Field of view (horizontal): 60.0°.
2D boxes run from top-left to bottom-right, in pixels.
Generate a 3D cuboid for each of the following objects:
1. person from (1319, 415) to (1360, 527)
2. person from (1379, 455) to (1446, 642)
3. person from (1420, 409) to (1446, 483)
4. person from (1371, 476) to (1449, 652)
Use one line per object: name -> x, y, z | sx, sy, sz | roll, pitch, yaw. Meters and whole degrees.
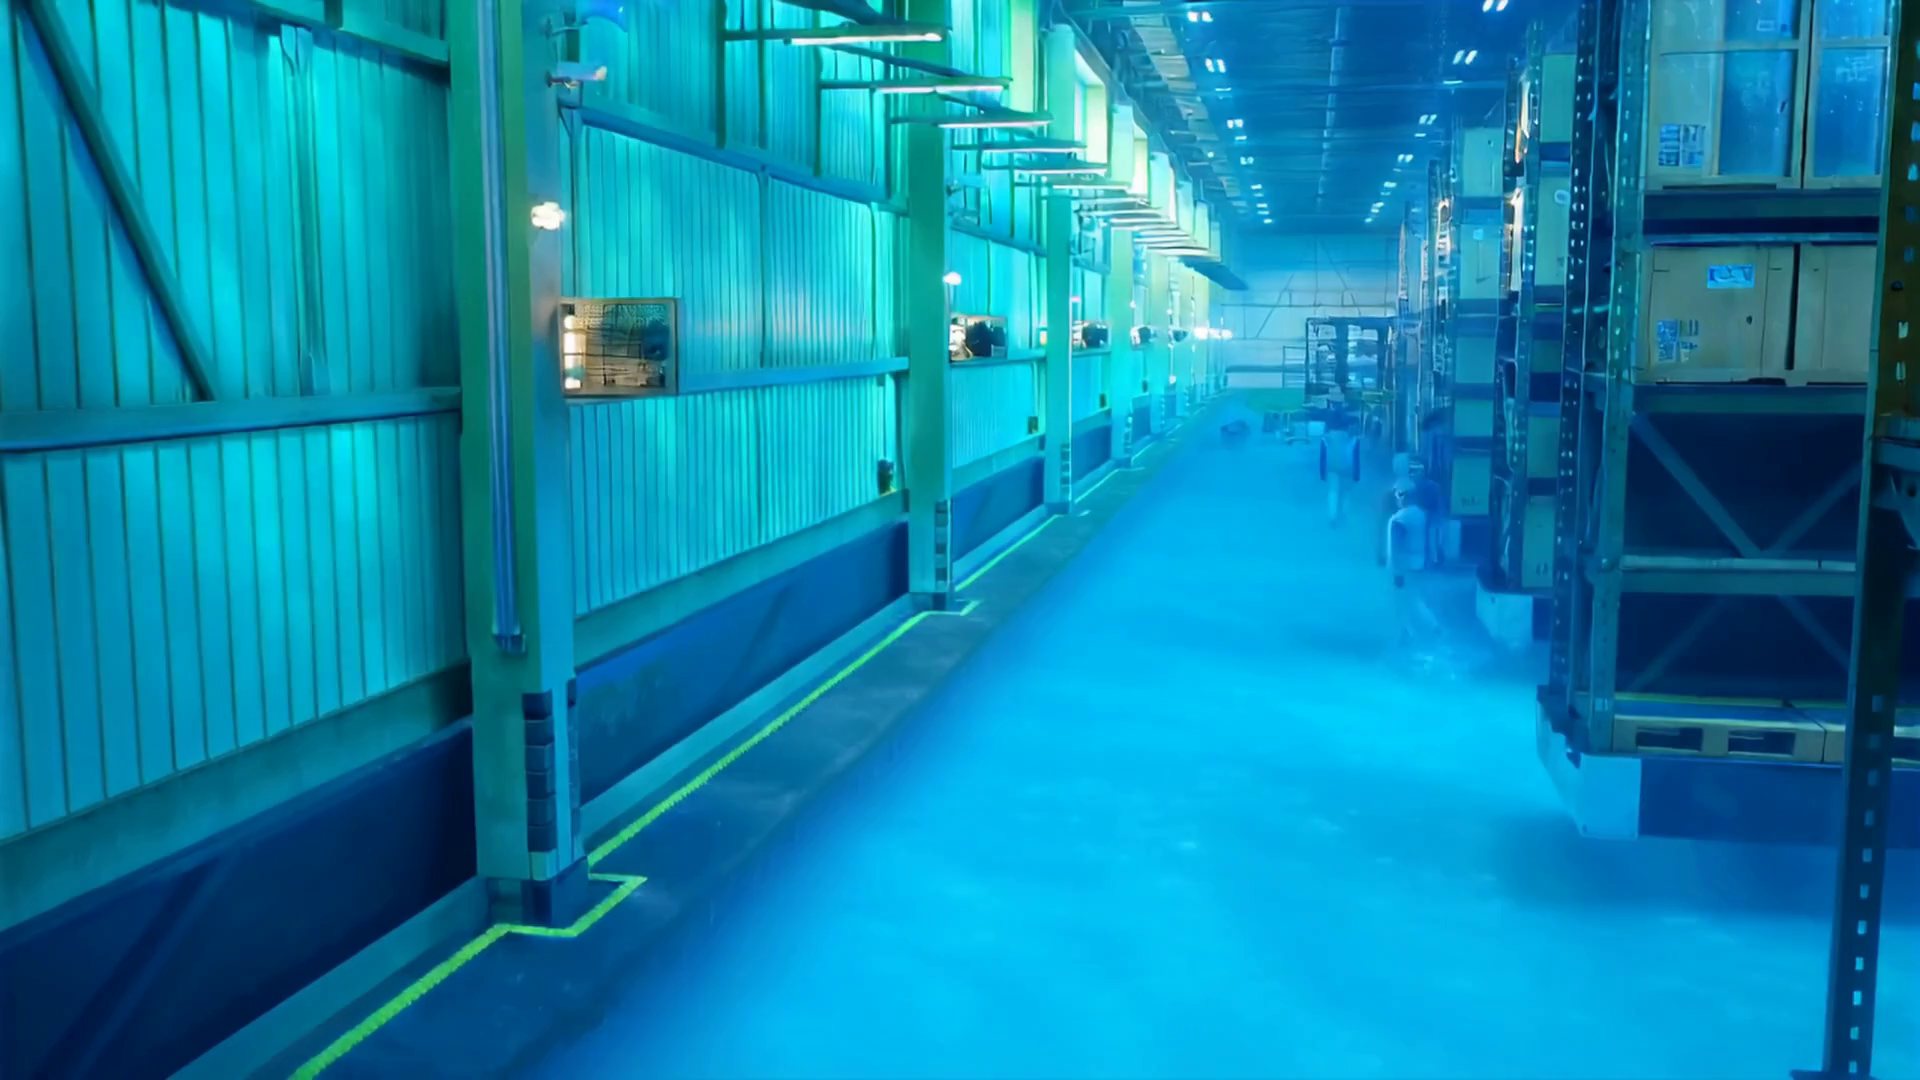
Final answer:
person -> 6.046, -1.100, 26.525 | 0.641, 1.798, 0.950 | 2, 7, 18
person -> 4.593, 0.050, 16.975 | 0.652, 1.874, 0.856 | 0, 7, -2
person -> 7.321, -1.084, 25.893 | 0.434, 1.914, 0.577 | -1, 7, -12
person -> 4.363, 0.244, 16.048 | 0.570, 1.720, 0.697 | -6, 10, -42
